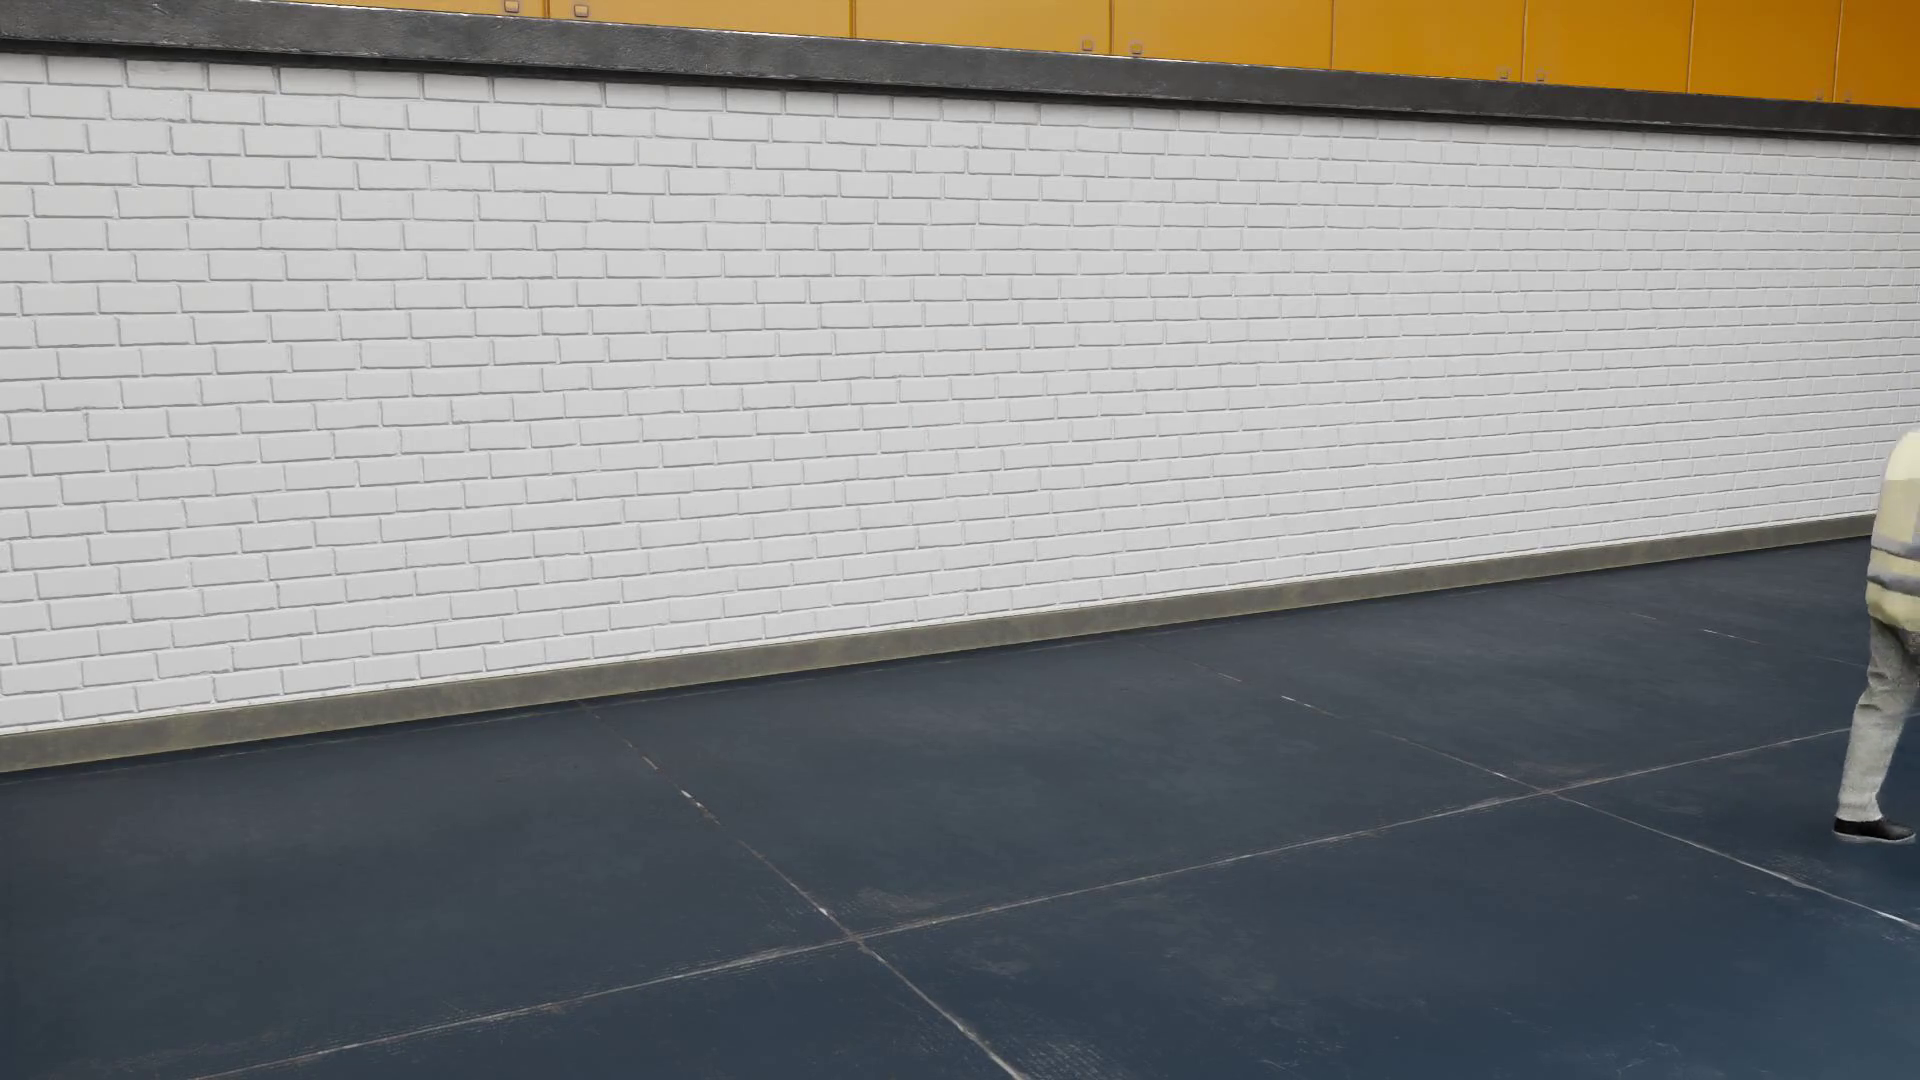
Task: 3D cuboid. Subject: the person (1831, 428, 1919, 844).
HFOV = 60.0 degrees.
[{"bbox_3d":[3.404,0.242,5.735,0.480,1.806,0.670,0,10,1],"label":"person"}]
